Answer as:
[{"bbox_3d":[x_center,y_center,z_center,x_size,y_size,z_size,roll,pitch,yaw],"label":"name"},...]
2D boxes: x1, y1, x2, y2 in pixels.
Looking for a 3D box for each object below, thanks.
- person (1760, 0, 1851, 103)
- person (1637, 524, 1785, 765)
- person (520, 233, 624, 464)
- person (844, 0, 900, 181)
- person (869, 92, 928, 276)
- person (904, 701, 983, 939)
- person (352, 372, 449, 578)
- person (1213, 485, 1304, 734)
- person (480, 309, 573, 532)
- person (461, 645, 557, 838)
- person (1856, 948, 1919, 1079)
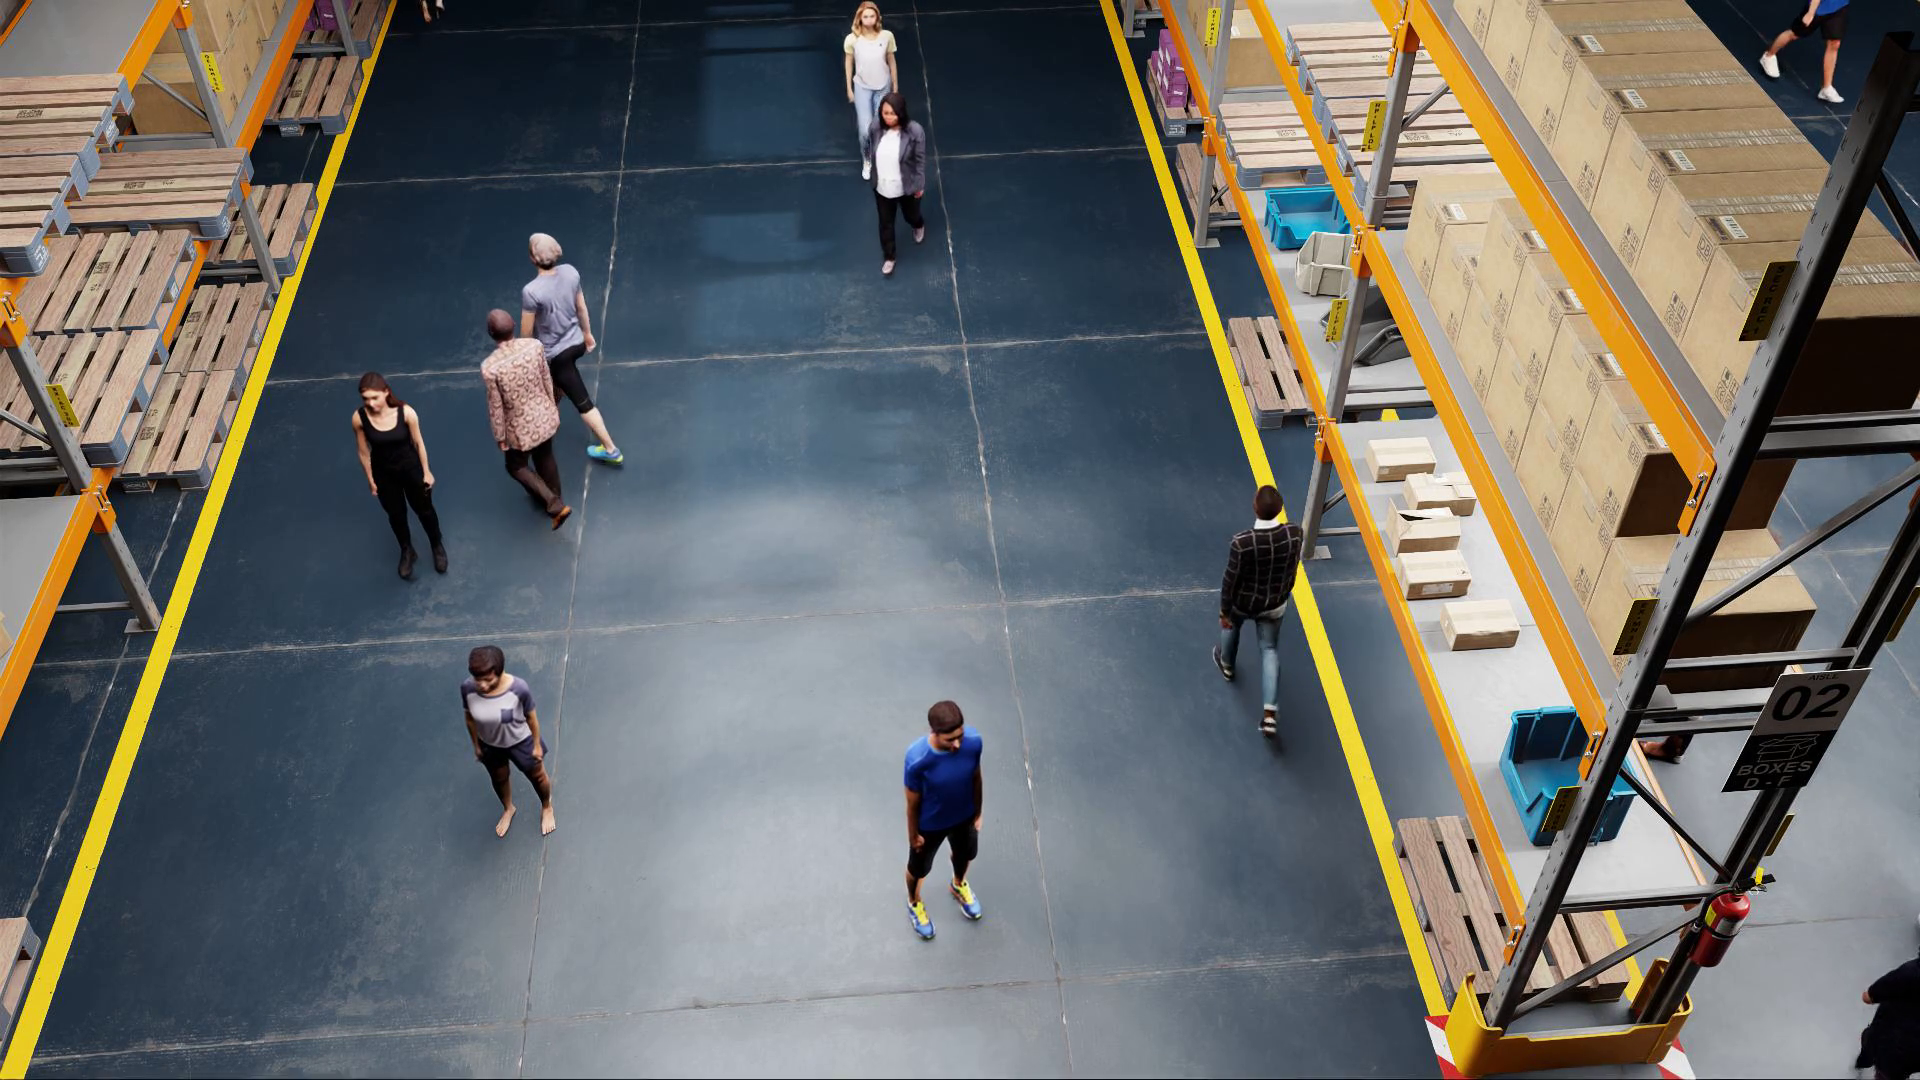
[{"bbox_3d":[8.443,-5.270,16.320,0.865,1.801,1.353,-13,45,-13],"label":"person"},{"bbox_3d":[4.571,0.625,10.066,0.826,1.893,0.753,27,50,26],"label":"person"},{"bbox_3d":[-2.843,-1.340,12.178,1.189,1.826,1.264,22,48,21],"label":"person"},{"bbox_3d":[-0.822,-4.161,15.221,0.682,1.711,0.710,-12,45,-12],"label":"person"},{"bbox_3d":[-0.503,-3.089,14.194,0.860,1.576,1.068,10,44,10],"label":"person"},{"bbox_3d":[-0.095,1.493,9.179,0.676,1.860,0.671,-18,47,-18],"label":"person"},{"bbox_3d":[-3.824,-0.460,11.354,0.608,1.687,0.567,-8,44,-9],"label":"person"},{"bbox_3d":[1.881,0.445,10.332,0.646,1.786,1.134,-3,44,-3],"label":"person"},{"bbox_3d":[-2.980,-0.787,11.627,1.036,1.784,0.978,34,53,31],"label":"person"},{"bbox_3d":[-2.655,1.154,9.746,0.574,1.568,0.539,0,44,0],"label":"person"},{"bbox_3d":[4.783,2.511,8.264,0.826,1.648,1.024,7,44,7],"label":"person"}]
